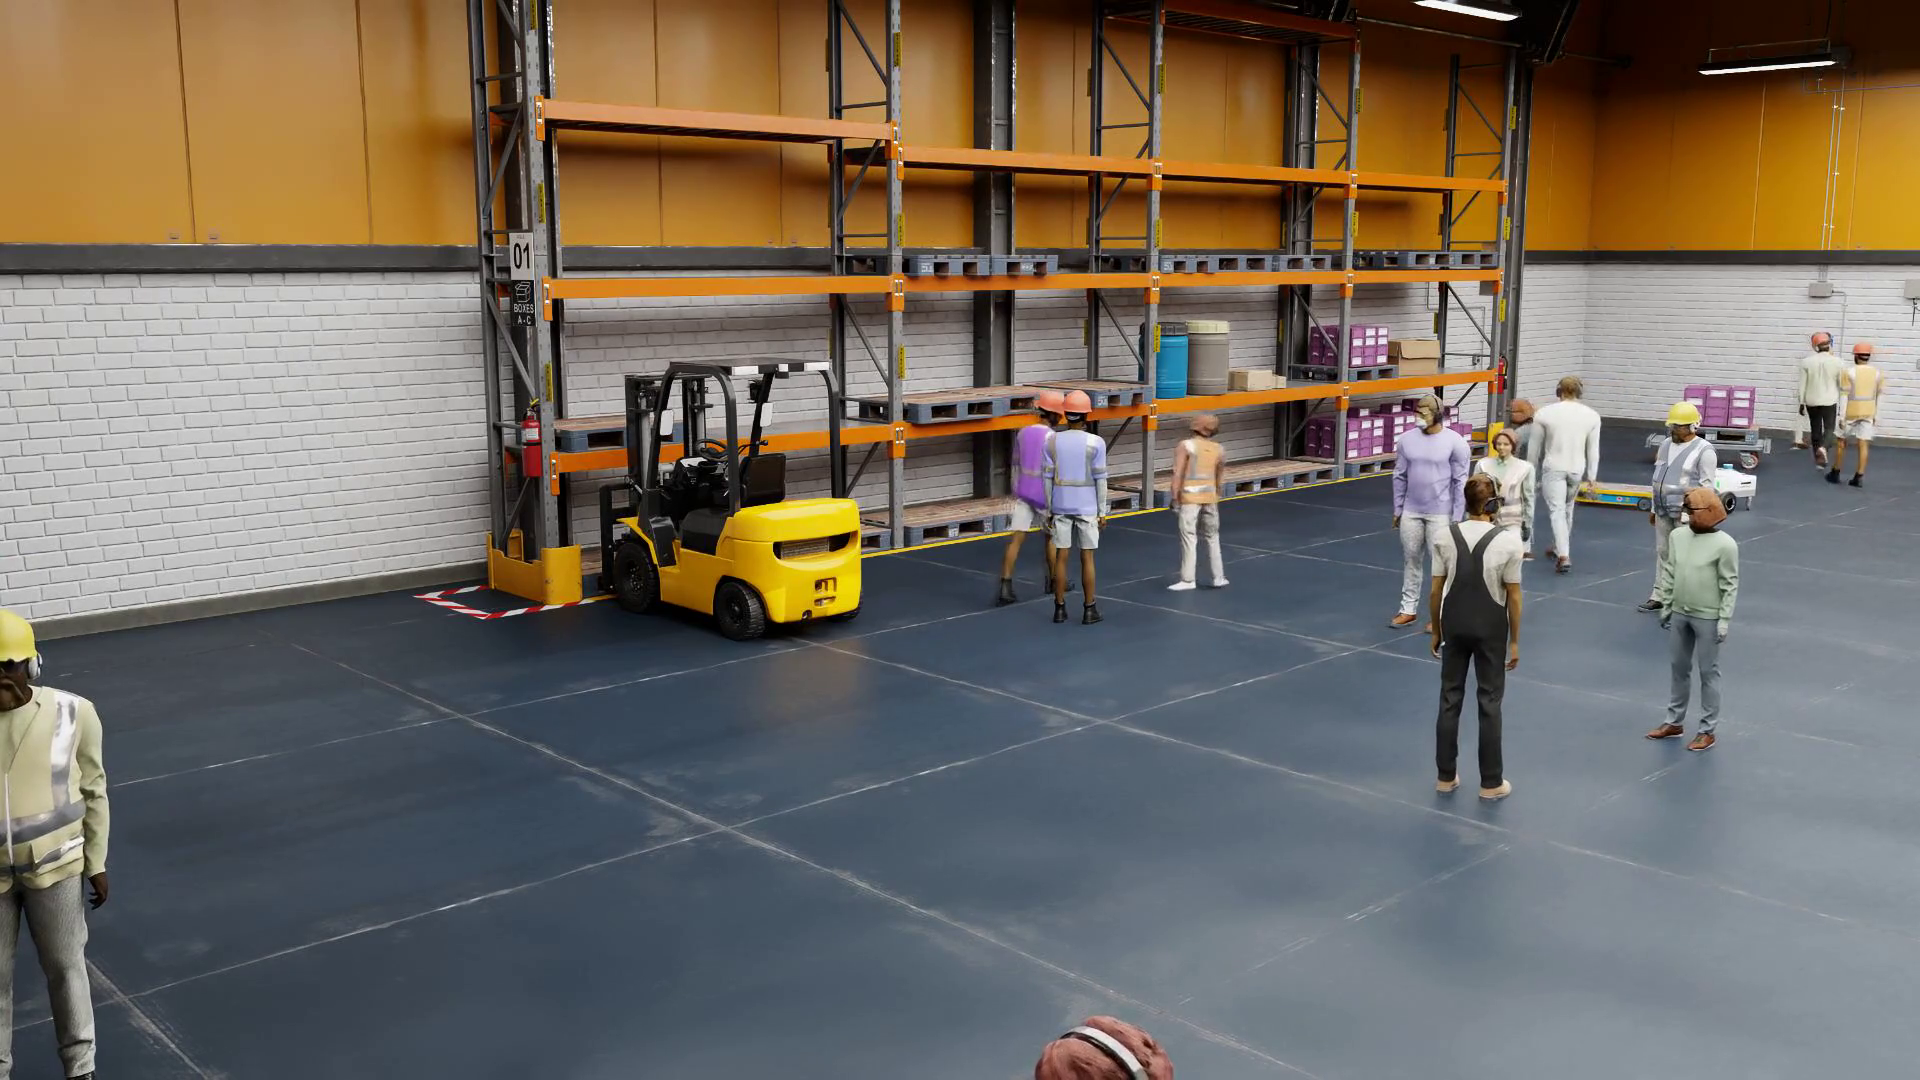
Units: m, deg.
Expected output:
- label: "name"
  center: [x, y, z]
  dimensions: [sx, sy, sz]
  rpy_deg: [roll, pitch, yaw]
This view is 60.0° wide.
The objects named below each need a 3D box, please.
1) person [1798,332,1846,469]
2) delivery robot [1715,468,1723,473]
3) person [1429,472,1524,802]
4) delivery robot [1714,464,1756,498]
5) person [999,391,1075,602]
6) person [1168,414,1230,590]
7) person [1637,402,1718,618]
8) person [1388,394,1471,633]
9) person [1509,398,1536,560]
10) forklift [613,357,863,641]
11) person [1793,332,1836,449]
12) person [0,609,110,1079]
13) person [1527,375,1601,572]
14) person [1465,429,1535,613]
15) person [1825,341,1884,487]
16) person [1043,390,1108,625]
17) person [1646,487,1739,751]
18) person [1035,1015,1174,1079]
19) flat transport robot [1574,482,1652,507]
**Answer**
- label: "person"
  center: [12.233, -1.965, 23.623]
  dimensions: [0.642, 1.949, 0.667]
  rpy_deg: [6, 11, 32]
- label: "delivery robot"
  center: [9.048, -0.760, 20.397]
  dimensions: [0.707, 0.478, 0.477]
  rpy_deg: [1, 10, 3]
- label: "person"
  center: [2.873, 0.541, 9.298]
  dimensions: [0.505, 1.840, 0.347]
  rpy_deg: [6, 12, 33]
- label: "delivery robot"
  center: [9.137, -0.660, 19.812]
  dimensions: [0.707, 0.478, 0.477]
  rpy_deg: [-5, 11, -26]
- label: "person"
  center: [0.662, -0.383, 14.656]
  dimensions: [0.612, 1.870, 1.026]
  rpy_deg: [8, 13, 40]
- label: "person"
  center: [2.184, -0.335, 15.098]
  dimensions: [0.609, 1.615, 0.337]
  rpy_deg: [-5, 11, -27]
- label: "person"
  center: [6.027, -0.252, 13.978]
  dimensions: [0.404, 1.828, 0.587]
  rpy_deg: [-4, 11, -23]
- label: "person"
  center: [3.784, -0.214, 13.438]
  dimensions: [0.630, 1.936, 0.366]
  rpy_deg: [9, 13, 43]
- label: "person"
  center: [5.507, -0.612, 16.660]
  dimensions: [0.558, 1.616, 0.531]
  rpy_deg: [7, 12, 35]
- label: "forklift"
  center: [-1.847, -0.414, 13.852]
  dimensions: [1.214, 2.155, 2.313]
  rpy_deg: [-9, 13, -42]
- label: "person"
  center: [13.520, -2.337, 26.157]
  dimensions: [0.820, 1.837, 0.544]
  rpy_deg: [-2, 10, -13]
- label: "person"
  center: [-3.292, 1.139, 5.812]
  dimensions: [0.590, 1.835, 0.404]
  rpy_deg: [-5, 11, -25]
- label: "person"
  center: [5.877, -0.650, 16.153]
  dimensions: [0.635, 1.898, 0.998]
  rpy_deg: [0, 10, 0]
- label: "person"
  center: [4.420, -0.104, 13.742]
  dimensions: [0.519, 1.611, 0.750]
  rpy_deg: [8, 13, 40]
- label: "person"
  center: [11.880, -1.678, 22.084]
  dimensions: [0.559, 1.912, 0.759]
  rpy_deg: [1, 10, 8]
- label: "person"
  center: [0.955, -0.264, 13.729]
  dimensions: [0.543, 1.938, 0.356]
  rpy_deg: [3, 10, 17]
- label: "person"
  center: [4.542, 0.479, 10.270]
  dimensions: [0.287, 1.631, 0.501]
  rpy_deg: [-5, 11, -25]
- label: "person"
  center: [0.214, 1.652, 2.621]
  dimensions: [0.639, 1.902, 0.407]
  rpy_deg: [8, 12, 38]
- label: "flat transport robot"
  center: [8.085, -0.543, 20.234]
  dimensions: [1.431, 0.197, 0.652]
  rpy_deg: [7, 12, 36]
